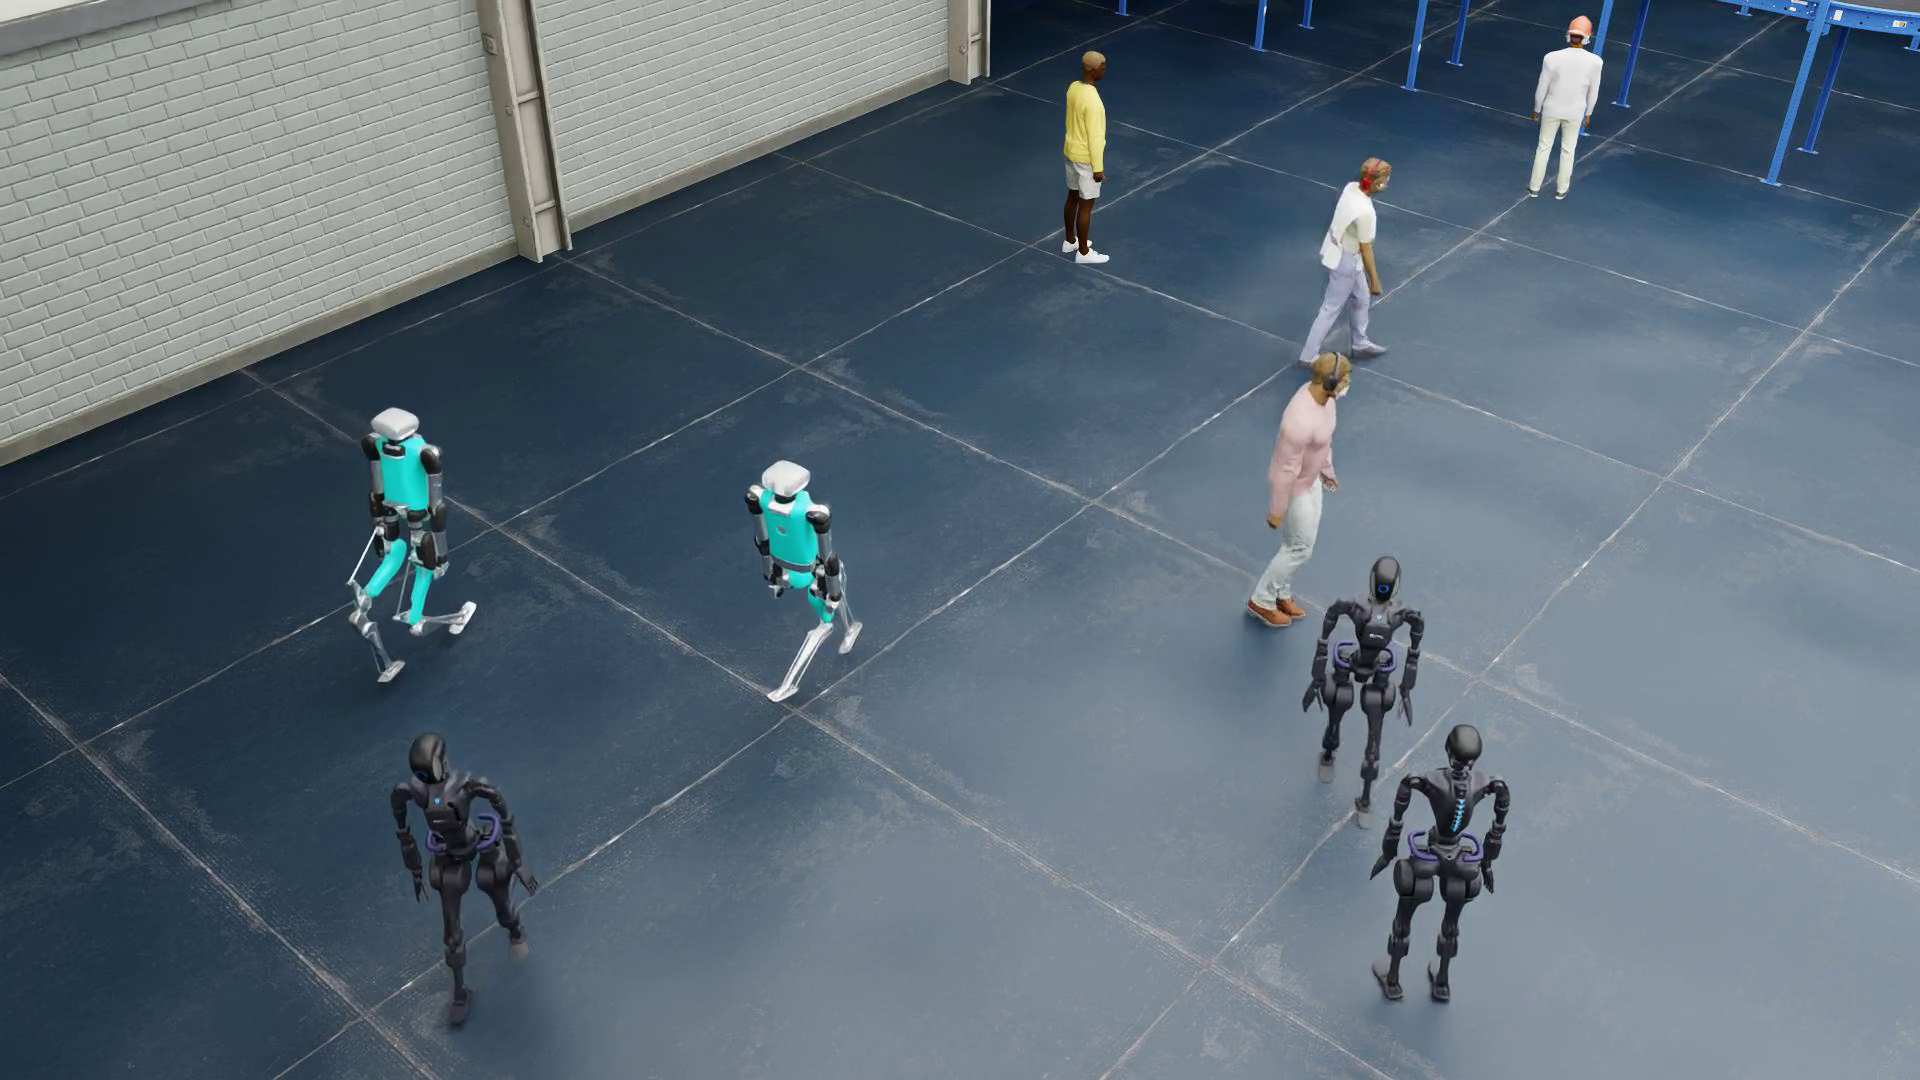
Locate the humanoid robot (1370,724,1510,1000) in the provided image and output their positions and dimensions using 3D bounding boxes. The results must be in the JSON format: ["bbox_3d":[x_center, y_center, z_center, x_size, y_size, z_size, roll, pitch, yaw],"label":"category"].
[{"bbox_3d":[2.297,1.550,7.997,0.589,1.654,0.322,1,35,2],"label":"humanoid robot"}]

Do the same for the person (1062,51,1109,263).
[{"bbox_3d":[1.112,-3.389,14.741,0.376,1.900,0.543,-13,37,-17],"label":"person"}]

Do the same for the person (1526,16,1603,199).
[{"bbox_3d":[5.772,-4.126,15.909,0.562,1.741,0.336,10,37,14],"label":"person"}]

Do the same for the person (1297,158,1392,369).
[{"bbox_3d":[3.146,-2.153,13.093,0.858,1.799,0.576,2,36,3],"label":"person"}]

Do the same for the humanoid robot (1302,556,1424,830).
[{"bbox_3d":[2.194,0.788,9.087,0.601,1.637,0.627,5,36,6],"label":"humanoid robot"}]

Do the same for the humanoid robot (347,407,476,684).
[{"bbox_3d":[-3.407,0.128,9.979,0.540,1.713,1.071,13,37,17],"label":"humanoid robot"}]

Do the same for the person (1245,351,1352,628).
[{"bbox_3d":[2.142,-0.327,10.450,0.430,1.896,0.678,16,38,21],"label":"person"}]

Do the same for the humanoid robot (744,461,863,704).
[{"bbox_3d":[-0.840,0.138,9.968,0.539,1.721,1.014,15,38,20],"label":"humanoid robot"}]

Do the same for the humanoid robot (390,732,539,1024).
[{"bbox_3d":[-2.356,1.575,7.990,0.616,1.638,0.640,-1,35,-2],"label":"humanoid robot"}]
